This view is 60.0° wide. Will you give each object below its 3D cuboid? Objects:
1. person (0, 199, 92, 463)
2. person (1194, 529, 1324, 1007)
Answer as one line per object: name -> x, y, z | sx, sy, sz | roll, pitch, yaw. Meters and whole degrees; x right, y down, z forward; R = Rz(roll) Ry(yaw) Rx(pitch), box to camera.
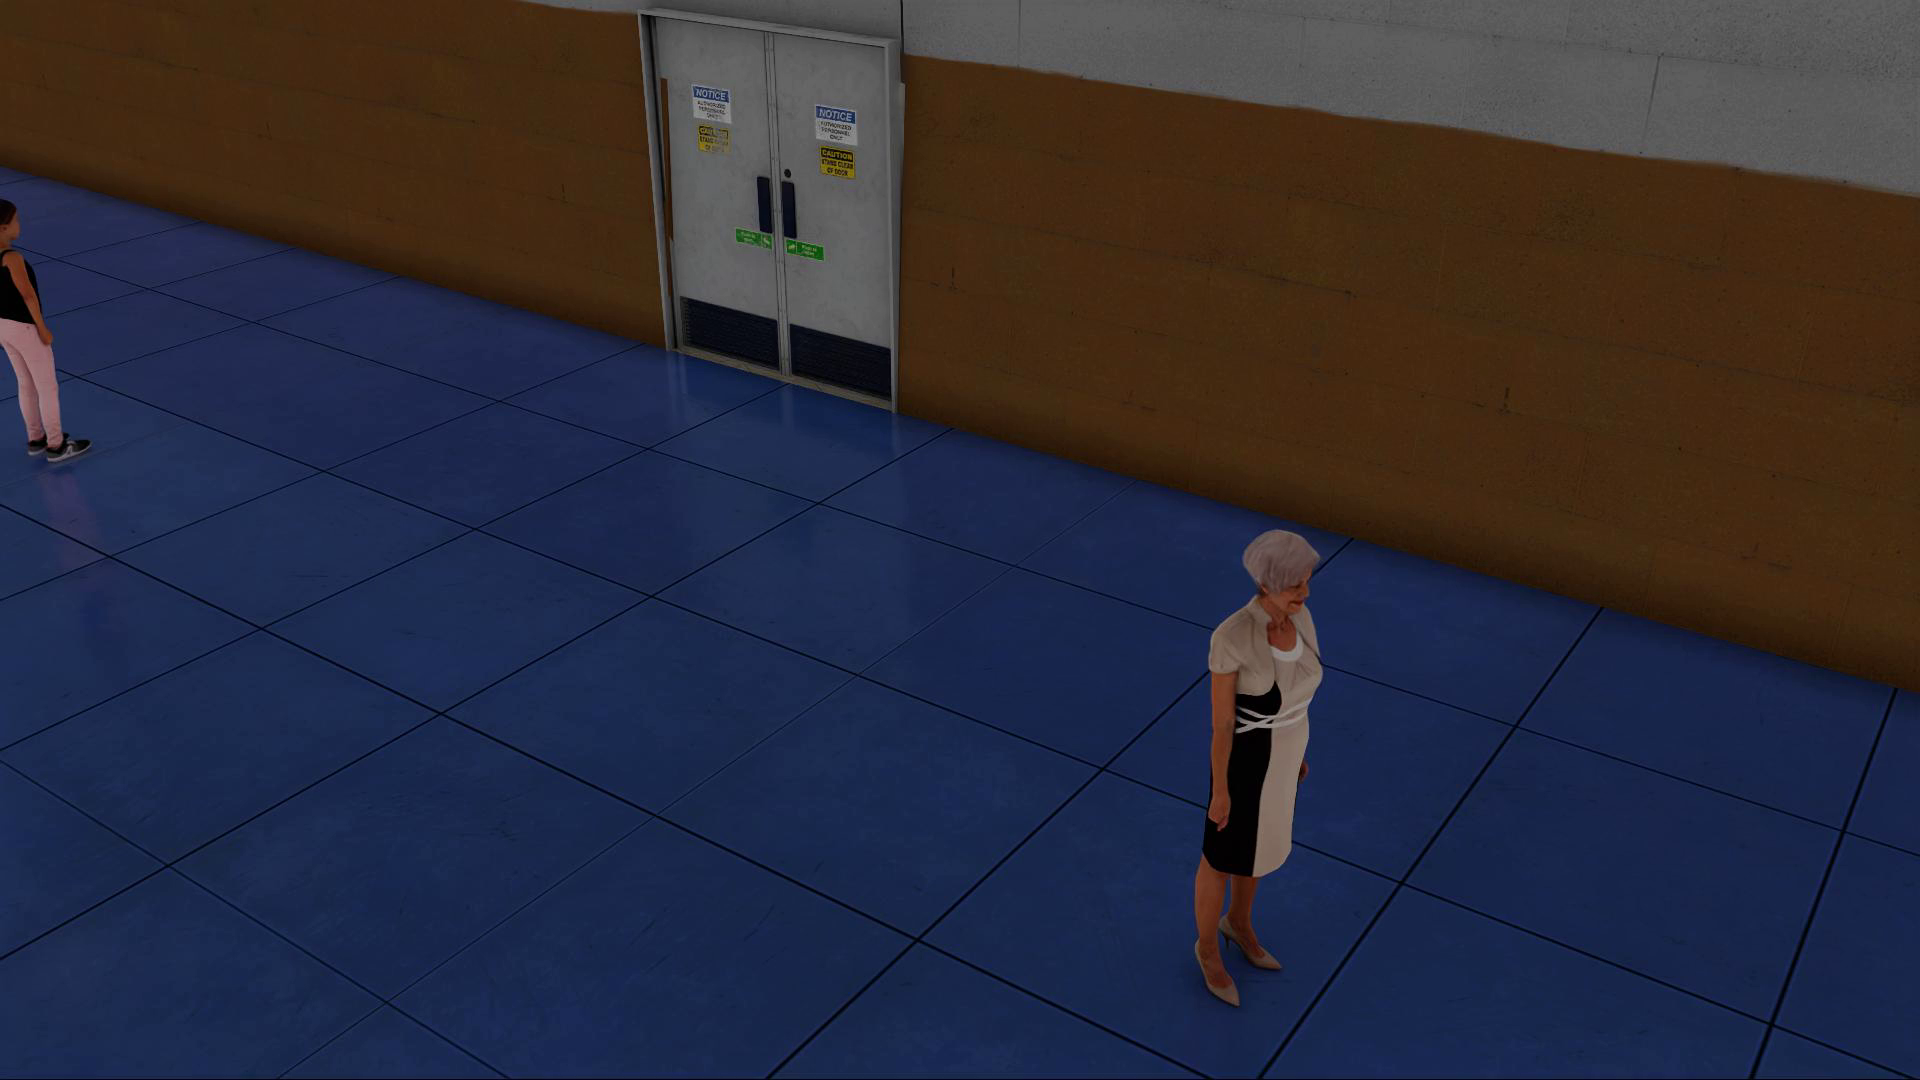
person -> -5.456, -1.213, 9.673 | 0.539, 1.562, 0.539 | 14, 30, 26
person -> 0.977, 0.756, 5.577 | 0.531, 1.754, 0.735 | -23, 35, -38
